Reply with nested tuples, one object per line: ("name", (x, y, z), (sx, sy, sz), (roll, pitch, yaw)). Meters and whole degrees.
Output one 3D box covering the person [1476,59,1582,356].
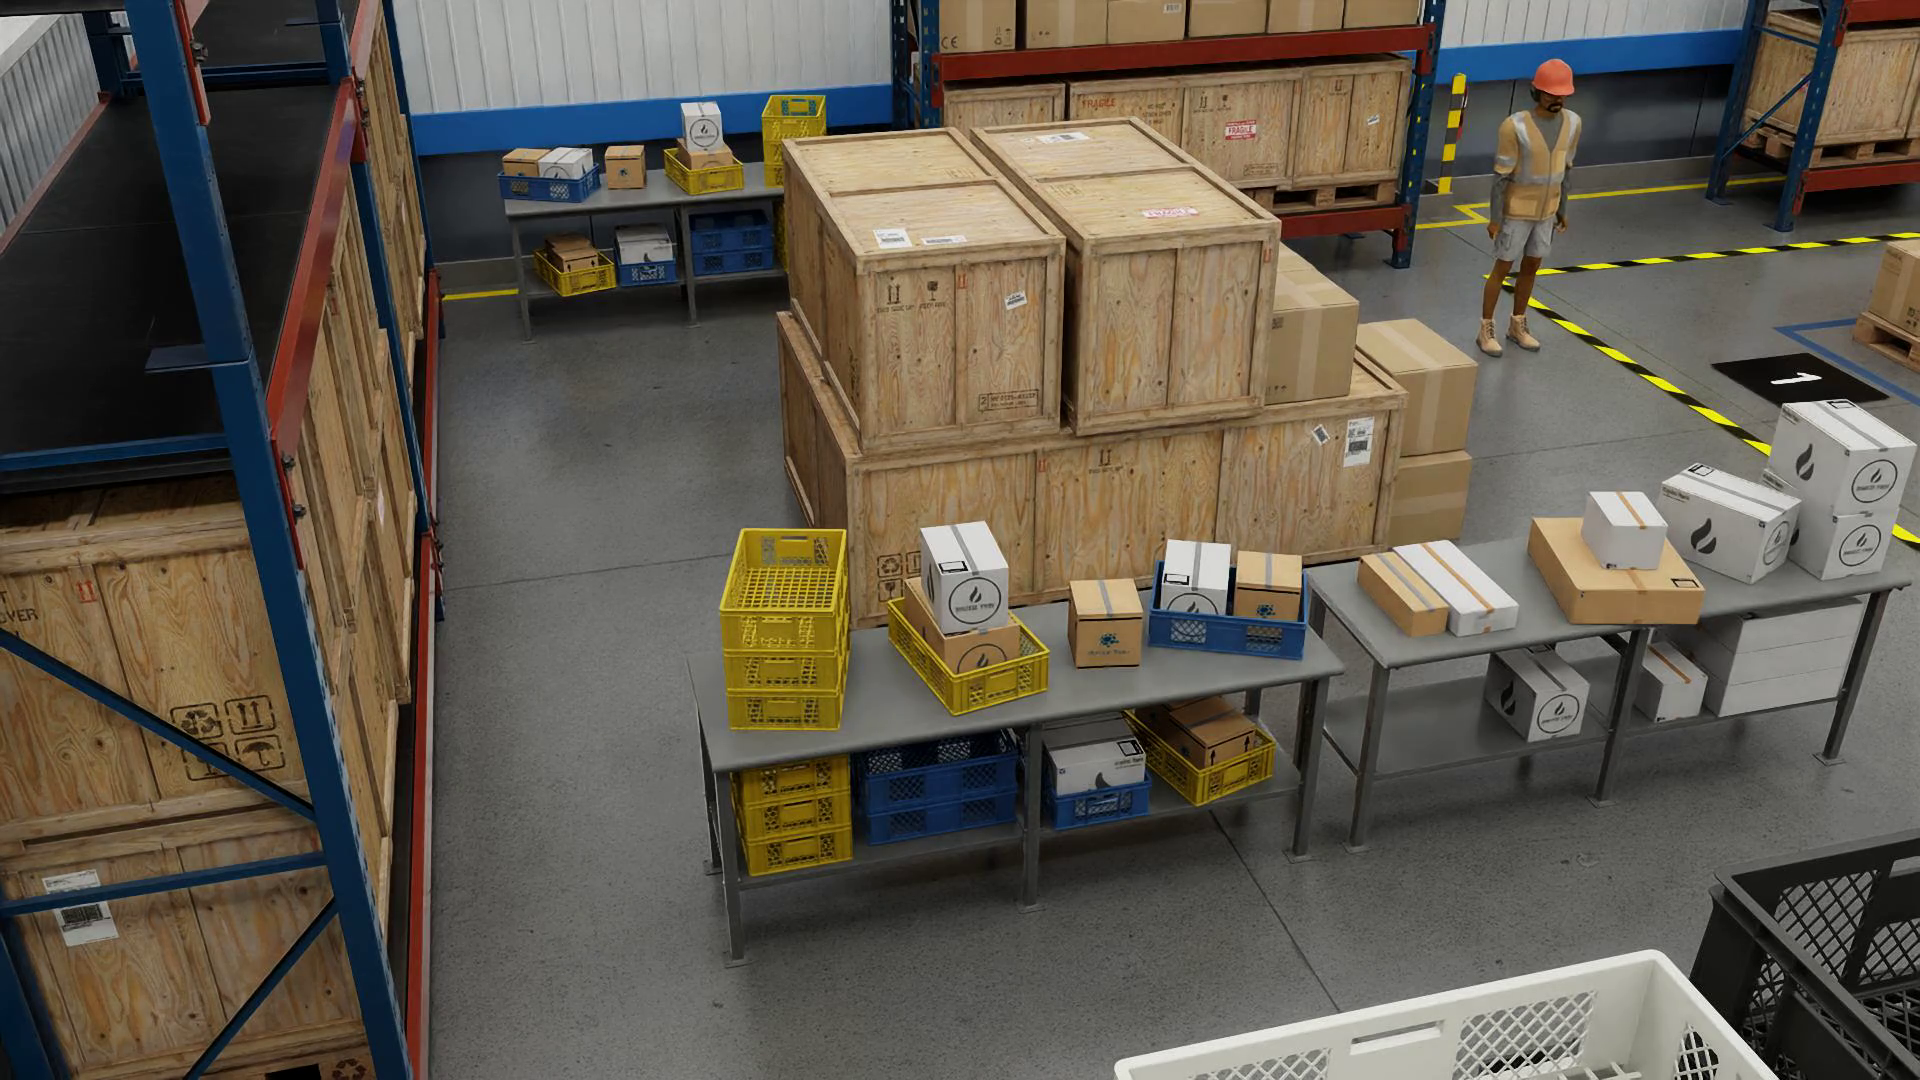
("person", (3.911, -2.255, 11.374), (0.614, 2.041, 0.381), (-9, 30, -15))
